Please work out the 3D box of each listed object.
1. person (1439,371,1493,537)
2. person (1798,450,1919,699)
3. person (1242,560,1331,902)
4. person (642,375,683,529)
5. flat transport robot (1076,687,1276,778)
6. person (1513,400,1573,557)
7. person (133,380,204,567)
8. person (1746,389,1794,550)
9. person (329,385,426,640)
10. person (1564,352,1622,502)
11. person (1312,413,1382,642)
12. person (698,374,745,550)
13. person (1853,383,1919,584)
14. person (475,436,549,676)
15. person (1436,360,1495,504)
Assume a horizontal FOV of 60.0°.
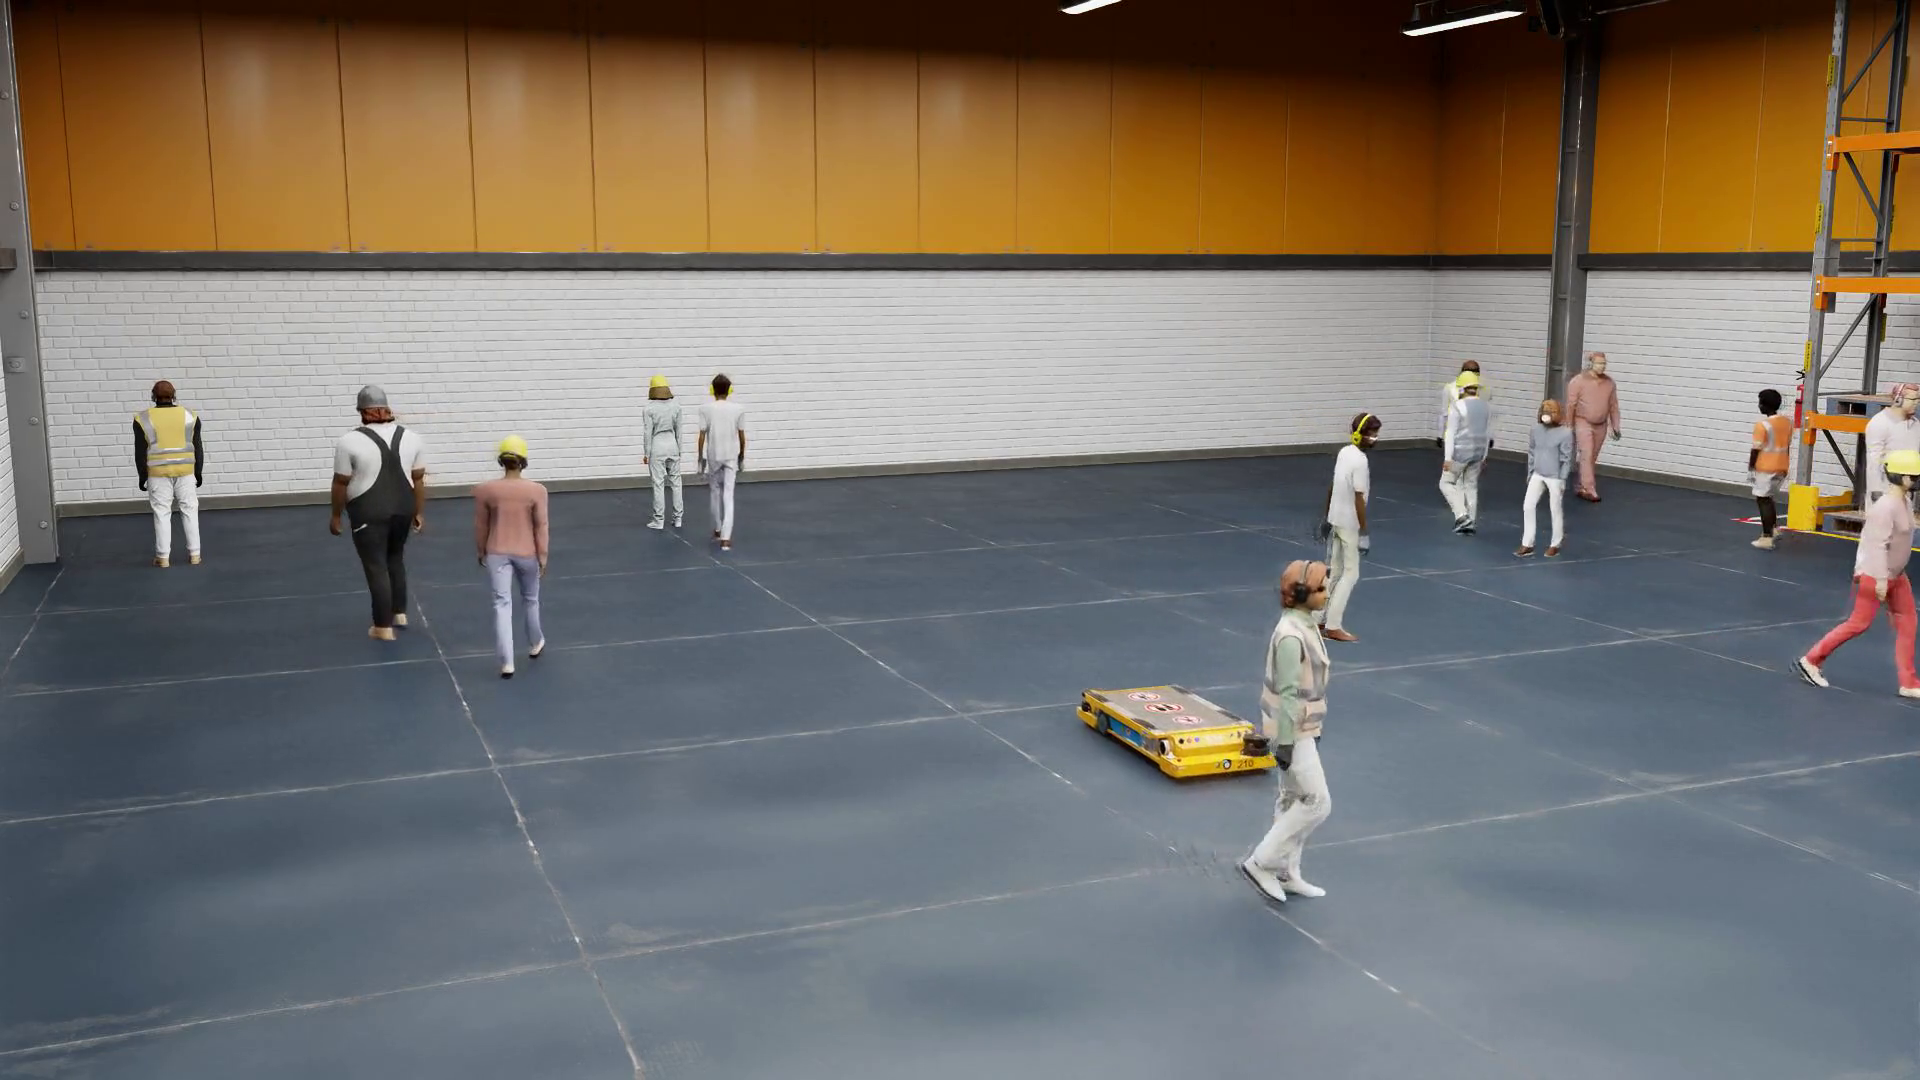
[{"bbox_3d":[5.521,-0.936,18.184,0.624,1.814,0.427,-4,10,-24],"label":"person"},{"bbox_3d":[6.305,0.223,11.460,0.533,1.733,0.864,-8,13,-42],"label":"person"},{"bbox_3d":[1.572,0.893,7.703,0.362,1.627,0.515,3,10,15],"label":"person"},{"bbox_3d":[-3.363,-0.997,18.793,0.485,1.741,0.302,-7,12,-37],"label":"person"},{"bbox_3d":[1.301,1.145,10.254,0.652,0.197,1.431,-3,10,-19],"label":"flat transport robot"},{"bbox_3d":[5.896,-0.611,16.819,0.685,1.604,0.534,-7,12,-38],"label":"person"},{"bbox_3d":[-7.793,-0.653,16.406,0.626,1.844,0.429,-7,12,-36],"label":"person"},{"bbox_3d":[8.447,-0.743,17.404,0.545,1.679,0.383,-5,11,-27],"label":"person"},{"bbox_3d":[-4.698,-0.246,13.332,0.723,2.000,0.703,8,13,42],"label":"person"},{"bbox_3d":[7.982,-1.402,20.829,0.674,1.870,0.895,-2,10,-13],"label":"person"},{"bbox_3d":[3.032,-0.106,13.133,0.456,1.828,0.640,-1,9,-7],"label":"person"},{"bbox_3d":[-2.524,-0.842,17.633,0.488,1.810,0.994,-1,9,-7],"label":"person"},{"bbox_3d":[8.614,-0.504,15.347,0.657,1.897,0.398,-4,10,-23],"label":"person"},{"bbox_3d":[-3.275,0.099,12.209,0.538,1.719,0.898,-1,9,-9],"label":"person"},{"bbox_3d":[6.135,-1.252,20.091,0.667,1.818,0.657,0,9,-1],"label":"person"}]
